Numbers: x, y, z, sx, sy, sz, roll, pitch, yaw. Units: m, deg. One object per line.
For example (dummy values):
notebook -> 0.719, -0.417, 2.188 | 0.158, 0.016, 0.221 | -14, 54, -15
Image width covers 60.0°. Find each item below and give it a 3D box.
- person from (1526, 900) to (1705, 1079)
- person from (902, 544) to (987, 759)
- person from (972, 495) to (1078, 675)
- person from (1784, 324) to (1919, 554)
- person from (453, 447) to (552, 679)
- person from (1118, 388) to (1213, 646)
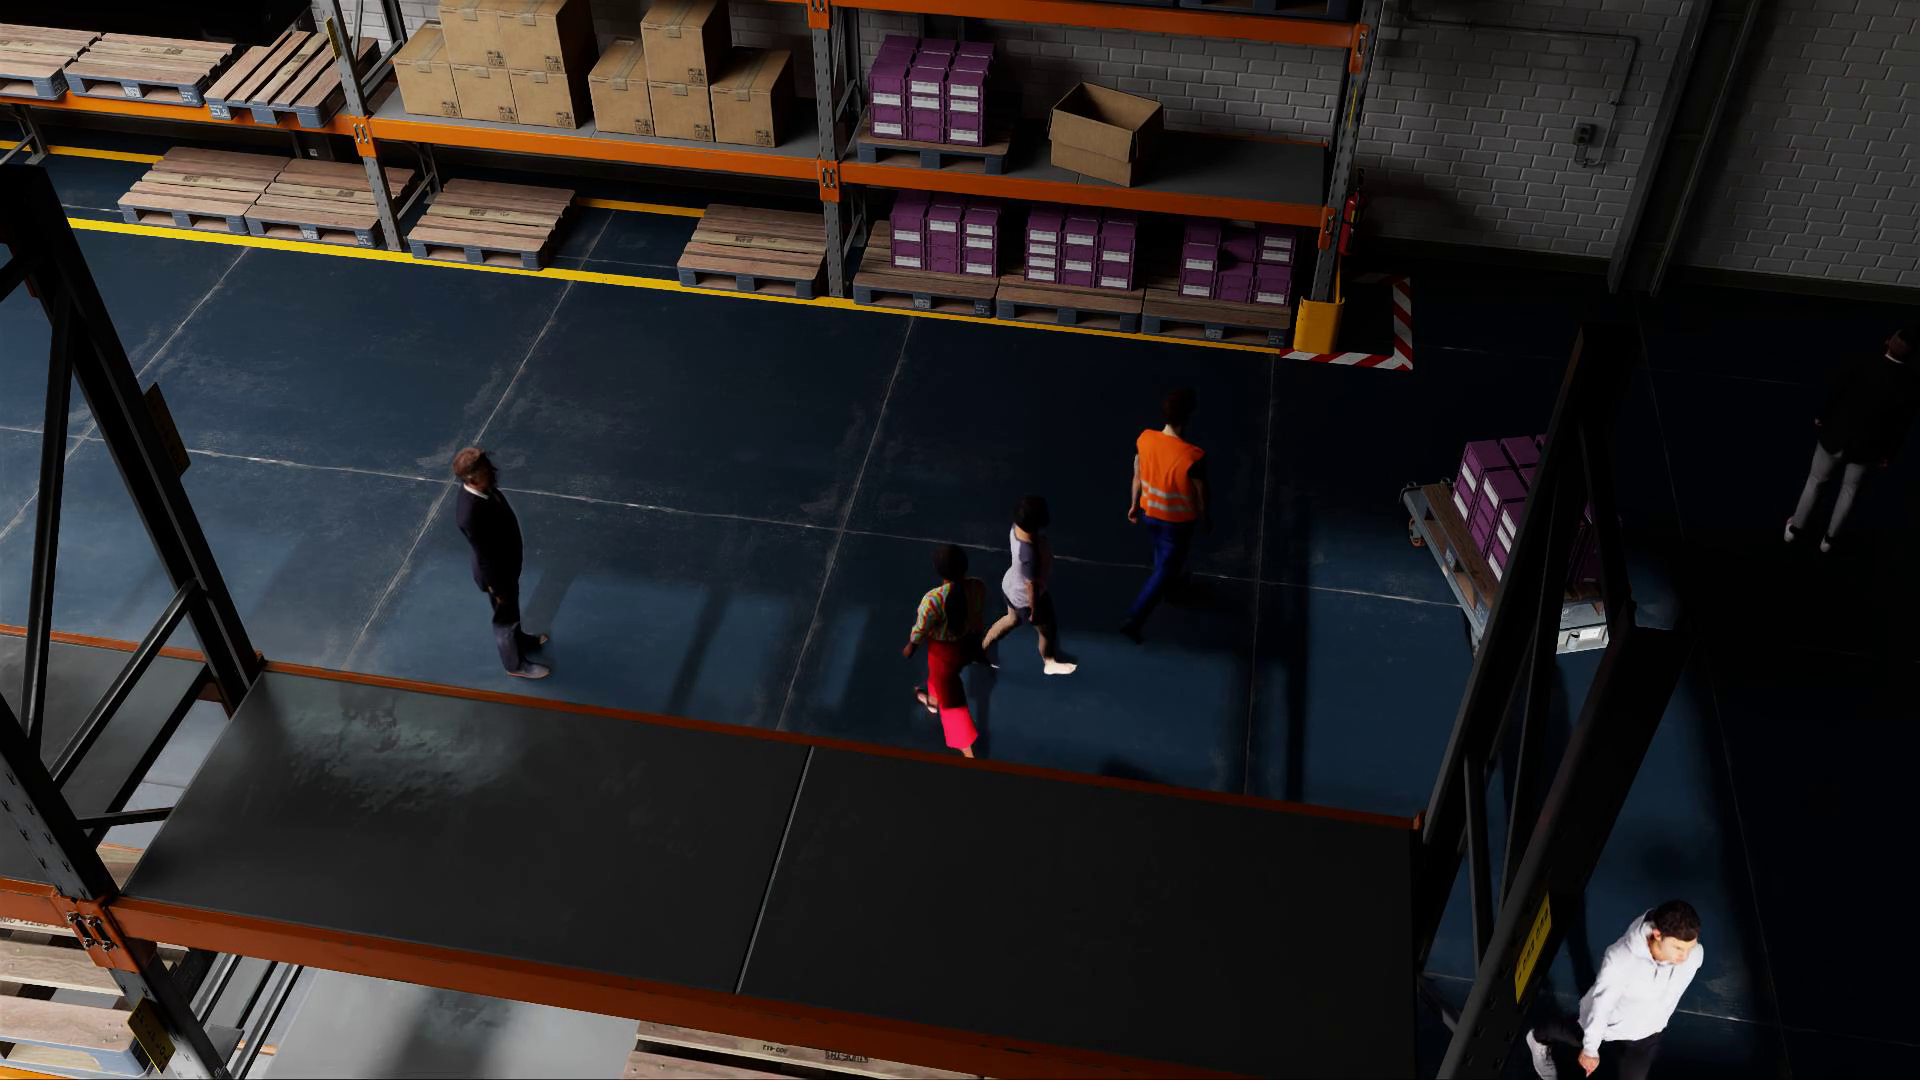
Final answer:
person -> 3.211, 2.287, 8.245 | 1.284, 1.871, 1.067 | -7, 44, -8
person -> 0.001, 0.783, 9.909 | 1.013, 1.753, 1.092 | -29, 51, -27
person -> 0.373, 0.327, 10.543 | 1.013, 1.540, 0.793 | -11, 45, -11
person -> 6.071, -0.661, 11.357 | 0.739, 1.847, 0.882 | 25, 49, 24
person -> -2.943, 0.130, 10.549 | 0.718, 1.816, 0.751 | -7, 44, -7
person -> 1.309, -0.121, 10.780 | 1.206, 1.861, 1.112 | 30, 51, 28
